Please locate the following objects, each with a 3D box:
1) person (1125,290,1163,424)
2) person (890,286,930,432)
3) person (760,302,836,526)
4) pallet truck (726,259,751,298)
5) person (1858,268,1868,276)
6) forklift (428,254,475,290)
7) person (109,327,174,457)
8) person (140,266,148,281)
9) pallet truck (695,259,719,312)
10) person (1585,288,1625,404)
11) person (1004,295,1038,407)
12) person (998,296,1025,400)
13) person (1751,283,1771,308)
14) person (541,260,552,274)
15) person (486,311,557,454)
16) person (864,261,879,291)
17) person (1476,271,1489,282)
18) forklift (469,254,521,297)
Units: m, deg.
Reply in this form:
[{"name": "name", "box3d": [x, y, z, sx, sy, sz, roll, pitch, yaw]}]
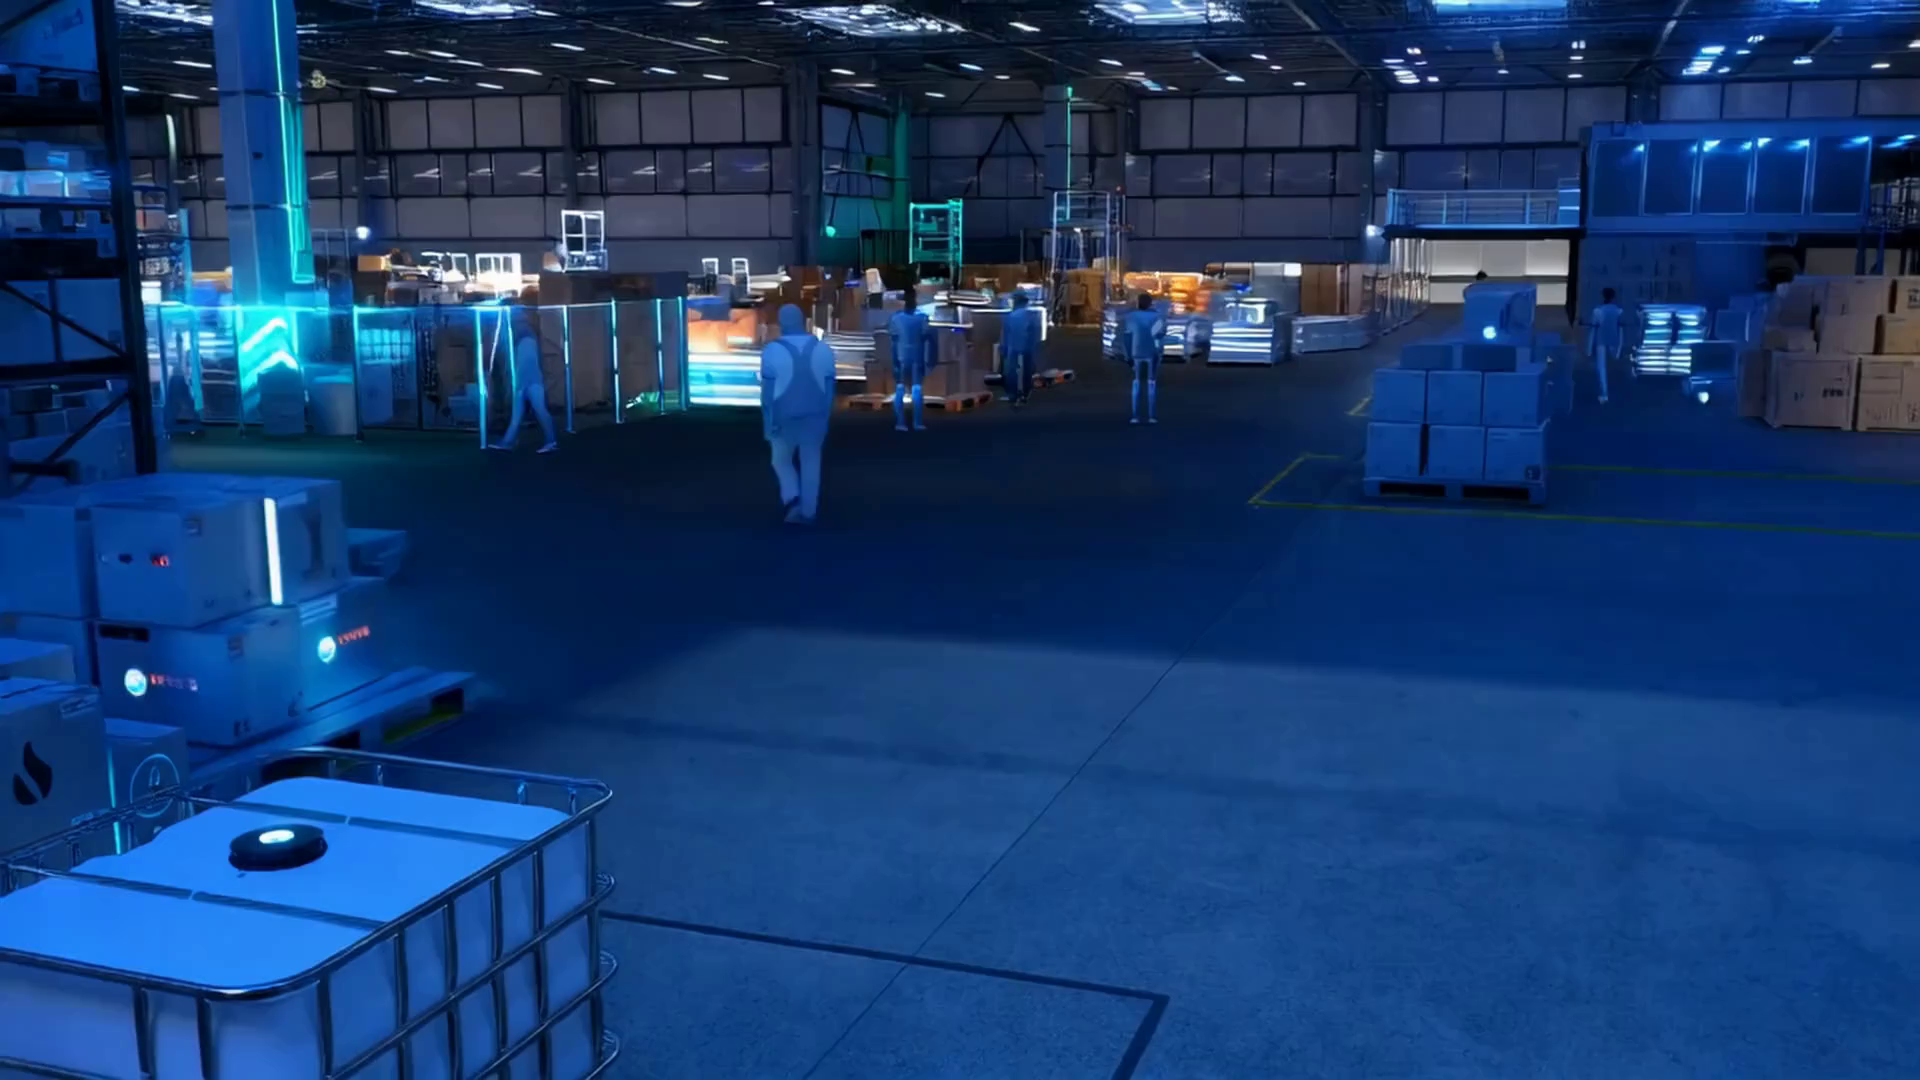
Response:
[{"name": "person", "box3d": [2.576, -2.548, 23.270, 0.531, 1.870, 0.316, 2, 10, 13]}, {"name": "person", "box3d": [-0.667, -2.415, 22.290, 0.601, 1.955, 0.391, -10, 14, -44]}, {"name": "person", "box3d": [-1.438, -1.126, 14.780, 0.696, 2.000, 0.581, -4, 11, -20]}, {"name": "pallet truck", "box3d": [-7.986, -9.493, 62.019, 0.823, 1.965, 1.885, 3, 11, 17]}, {"name": "person", "box3d": [24.170, -6.347, 44.658, 0.606, 1.869, 0.420, 5, 11, 25]}, {"name": "forklift", "box3d": [-20.133, -10.254, 65.465, 1.157, 1.987, 2.680, 3, 11, 19]}, {"name": "person", "box3d": [-9.717, -1.928, 19.522, 0.908, 1.969, 0.621, 5, 11, 24]}, {"name": "person", "box3d": [-28.133, -8.556, 57.285, 0.601, 1.812, 0.634, 5, 11, 28]}, {"name": "pallet truck", "box3d": [-9.165, -9.627, 62.776, 0.823, 1.965, 1.885, 4, 11, 23]}, {"name": "person", "box3d": [10.272, -3.091, 26.502, 0.546, 1.815, 1.004, 1, 10, 5]}, {"name": "person", "box3d": [0.965, -2.970, 26.032, 0.533, 1.736, 0.829, 2, 10, 11]}, {"name": "person", "box3d": [0.873, -3.089, 26.829, 0.537, 1.693, 0.320, 2, 10, 10]}, {"name": "person", "box3d": [13.170, -3.281, 27.362, 0.986, 1.886, 0.563, 1, 10, 3]}, {"name": "person", "box3d": [-13.938, -8.435, 56.108, 1.055, 1.981, 0.617, -5, 11, -28]}, {"name": "person", "box3d": [-5.242, -1.861, 19.828, 0.886, 1.699, 0.550, -7, 12, -33]}, {"name": "person", "box3d": [-3.256, -9.411, 61.870, 0.416, 1.884, 0.668, -9, 14, -42]}, {"name": "person", "box3d": [11.661, -5.038, 37.140, 0.399, 1.928, 0.545, 5, 11, 26]}, {"name": "forklift", "box3d": [-17.990, -10.121, 64.684, 1.157, 1.987, 2.680, 3, 11, 17]}]
